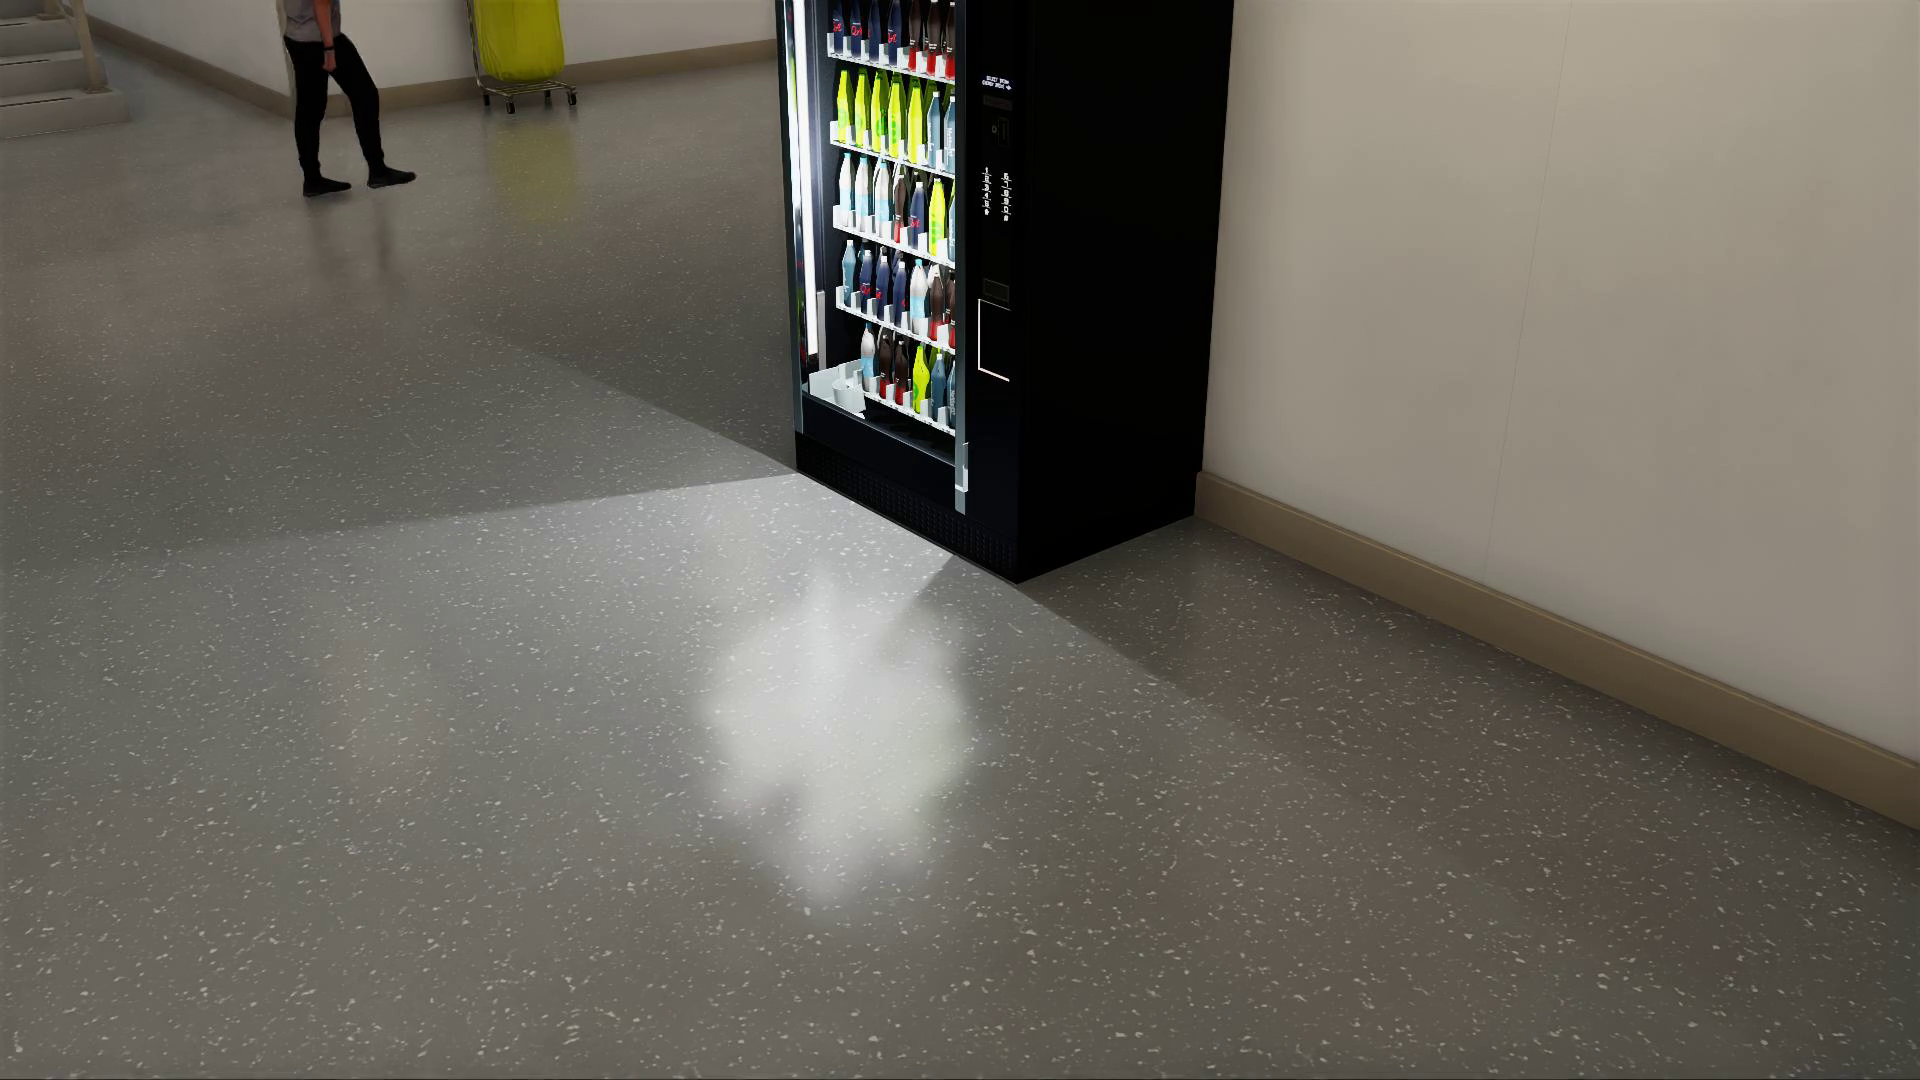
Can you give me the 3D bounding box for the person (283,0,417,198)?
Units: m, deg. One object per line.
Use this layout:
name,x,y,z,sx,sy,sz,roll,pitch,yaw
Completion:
person,-3.693,-2.794,9.355,0.816,1.736,0.759,20,32,35
